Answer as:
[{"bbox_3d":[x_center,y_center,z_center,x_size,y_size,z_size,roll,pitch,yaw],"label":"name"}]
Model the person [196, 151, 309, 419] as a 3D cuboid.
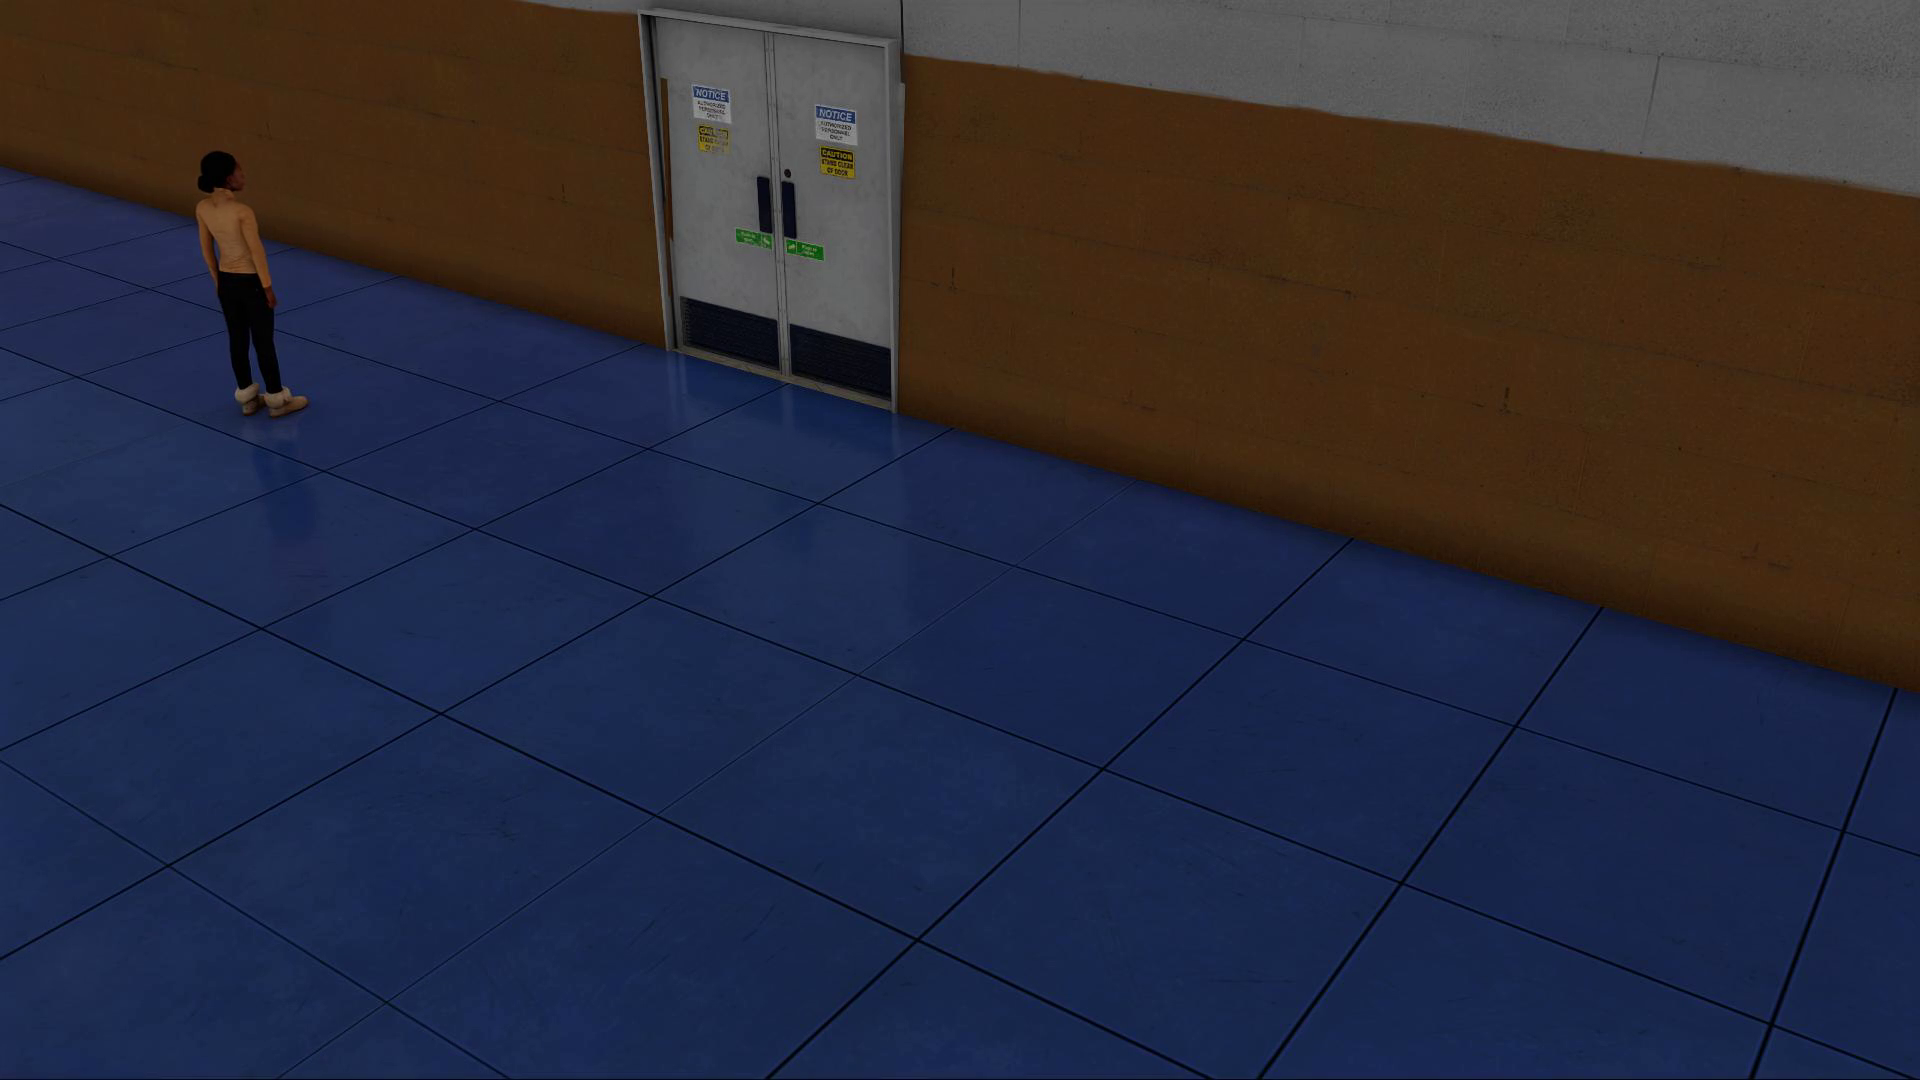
[{"bbox_3d":[-4.431,-1.569,10.268,0.652,1.658,0.631,9,28,16],"label":"person"}]
